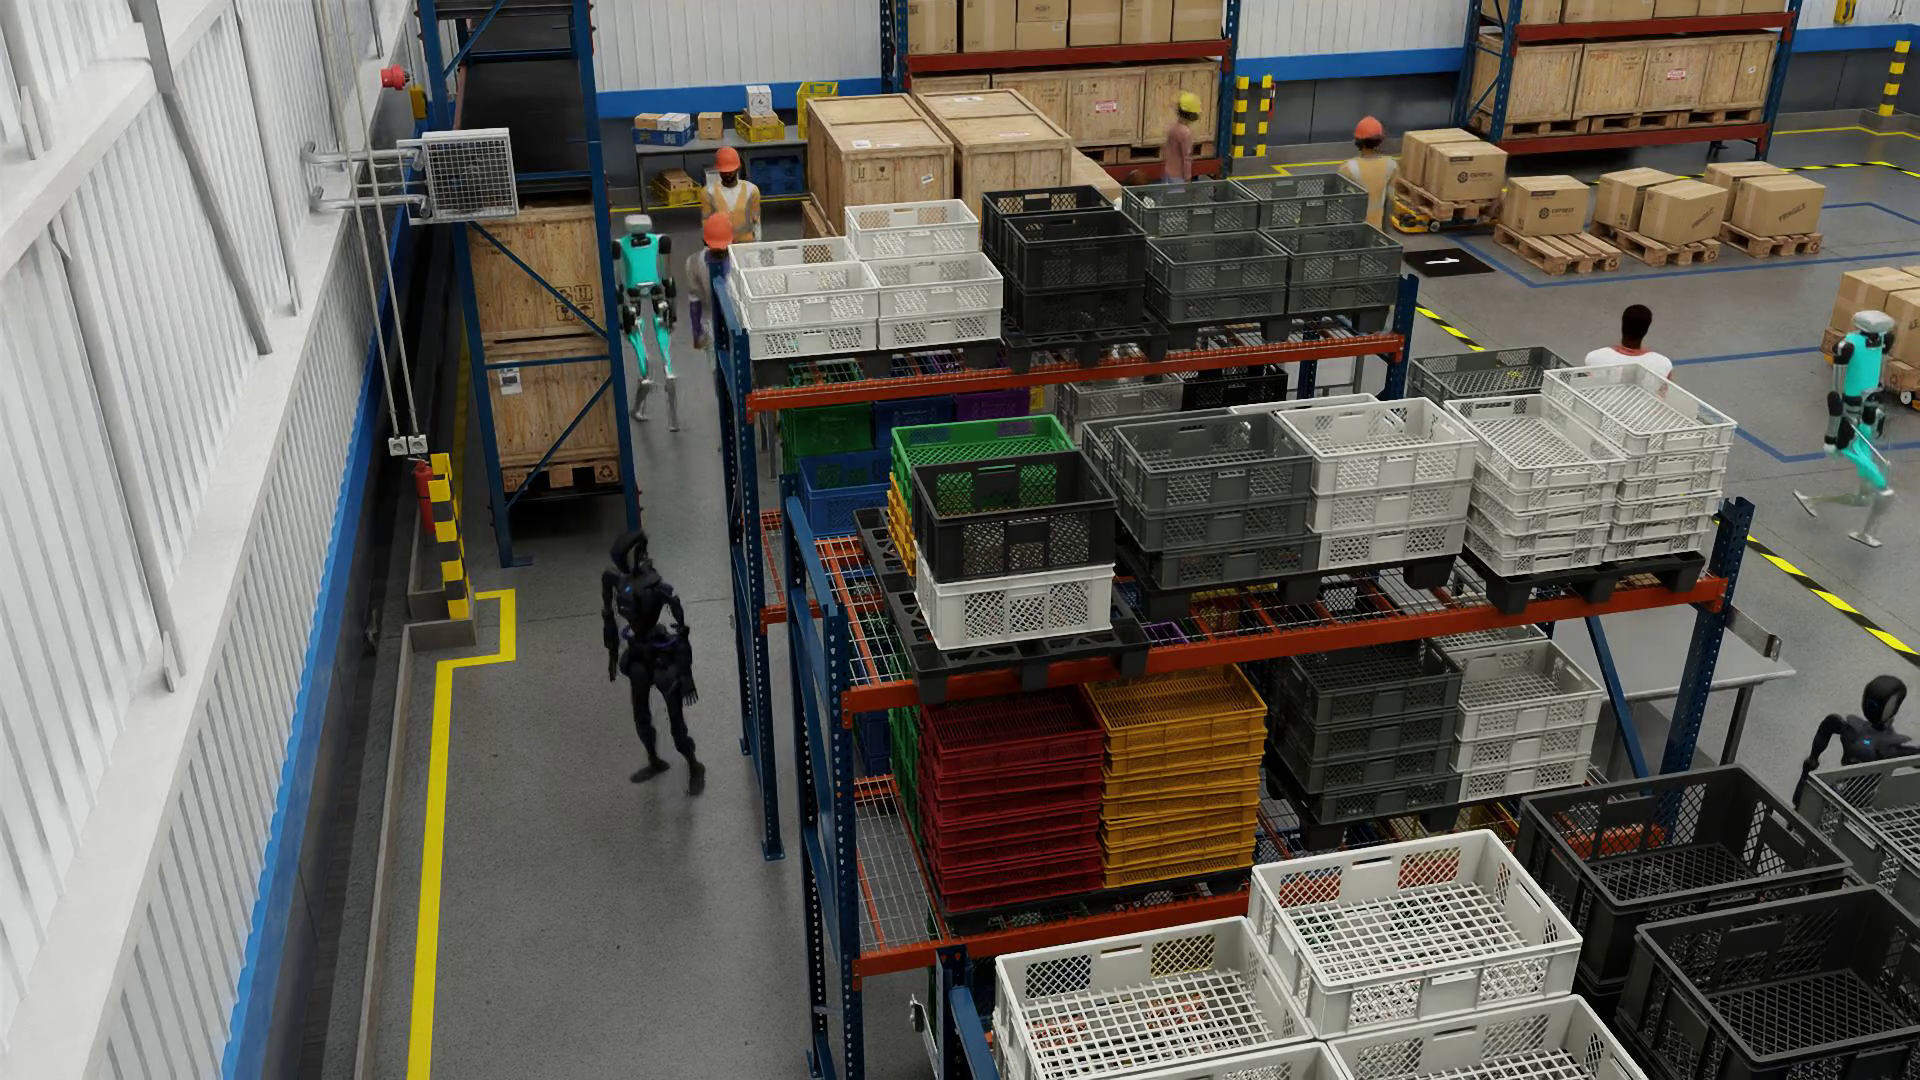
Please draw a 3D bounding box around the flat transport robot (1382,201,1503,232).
[{"bbox_3d":[5.628,-3.777,19.184,1.431,0.197,0.652,-6,28,-12],"label":"flat transport robot"}]

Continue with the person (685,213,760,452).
[{"bbox_3d":[-1.853,-1.725,13.454,0.645,2.006,0.723,4,28,7],"label":"person"}]

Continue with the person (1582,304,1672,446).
[{"bbox_3d":[4.579,-0.714,11.635,0.595,1.914,0.374,6,28,12],"label":"person"}]

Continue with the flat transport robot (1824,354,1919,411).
[{"bbox_3d":[8.473,-1.467,14.800,0.652,0.197,1.431,-6,28,-12],"label":"flat transport robot"}]

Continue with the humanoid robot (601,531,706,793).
[{"bbox_3d":[-1.716,0.665,9.272,0.611,1.636,0.365,13,30,23],"label":"humanoid robot"}]

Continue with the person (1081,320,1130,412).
[{"bbox_3d":[0.978,-0.682,11.663,0.366,1.834,0.521,-12,30,-22],"label":"person"}]

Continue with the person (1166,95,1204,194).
[{"bbox_3d":[2.371,-3.934,17.930,0.380,1.739,0.633,-5,28,-9],"label":"person"}]

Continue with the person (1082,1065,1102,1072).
[{"bbox_3d":[0.369,2.454,5.691,0.519,1.858,0.416,-16,32,-28],"label":"person"}]

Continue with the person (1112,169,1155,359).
[{"bbox_3d":[1.534,-2.418,14.951,0.431,1.840,0.623,24,36,37],"label":"person"}]

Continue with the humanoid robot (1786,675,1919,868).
[{"bbox_3d":[4.295,1.380,7.945,0.486,1.644,0.608,-22,35,-35],"label":"humanoid robot"}]

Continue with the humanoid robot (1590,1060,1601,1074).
[{"bbox_3d":[2.502,2.118,6.415,0.682,1.757,0.537,-4,28,-8],"label":"humanoid robot"}]

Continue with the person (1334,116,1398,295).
[{"bbox_3d":[3.826,-3.011,15.877,0.607,2.027,0.504,-9,29,-16],"label":"person"}]

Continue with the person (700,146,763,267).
[{"bbox_3d":[-2.087,-2.668,15.321,0.550,1.934,0.371,-5,28,-10],"label":"person"}]

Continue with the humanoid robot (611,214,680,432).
[{"bbox_3d":[-2.544,-1.717,13.833,0.538,1.872,0.823,-11,30,-20],"label":"humanoid robot"}]

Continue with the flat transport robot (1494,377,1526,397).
[{"bbox_3d":[4.780,-1.036,14.013,0.659,0.231,1.431,-6,28,-12],"label":"flat transport robot"}]

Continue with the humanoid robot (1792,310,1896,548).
[{"bbox_3d":[6.499,-0.737,11.865,0.530,1.730,1.021,-13,31,-24],"label":"humanoid robot"}]

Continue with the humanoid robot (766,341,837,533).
[{"bbox_3d":[-1.076,-0.827,12.034,1.019,1.732,0.548,-18,33,-31],"label":"humanoid robot"}]
